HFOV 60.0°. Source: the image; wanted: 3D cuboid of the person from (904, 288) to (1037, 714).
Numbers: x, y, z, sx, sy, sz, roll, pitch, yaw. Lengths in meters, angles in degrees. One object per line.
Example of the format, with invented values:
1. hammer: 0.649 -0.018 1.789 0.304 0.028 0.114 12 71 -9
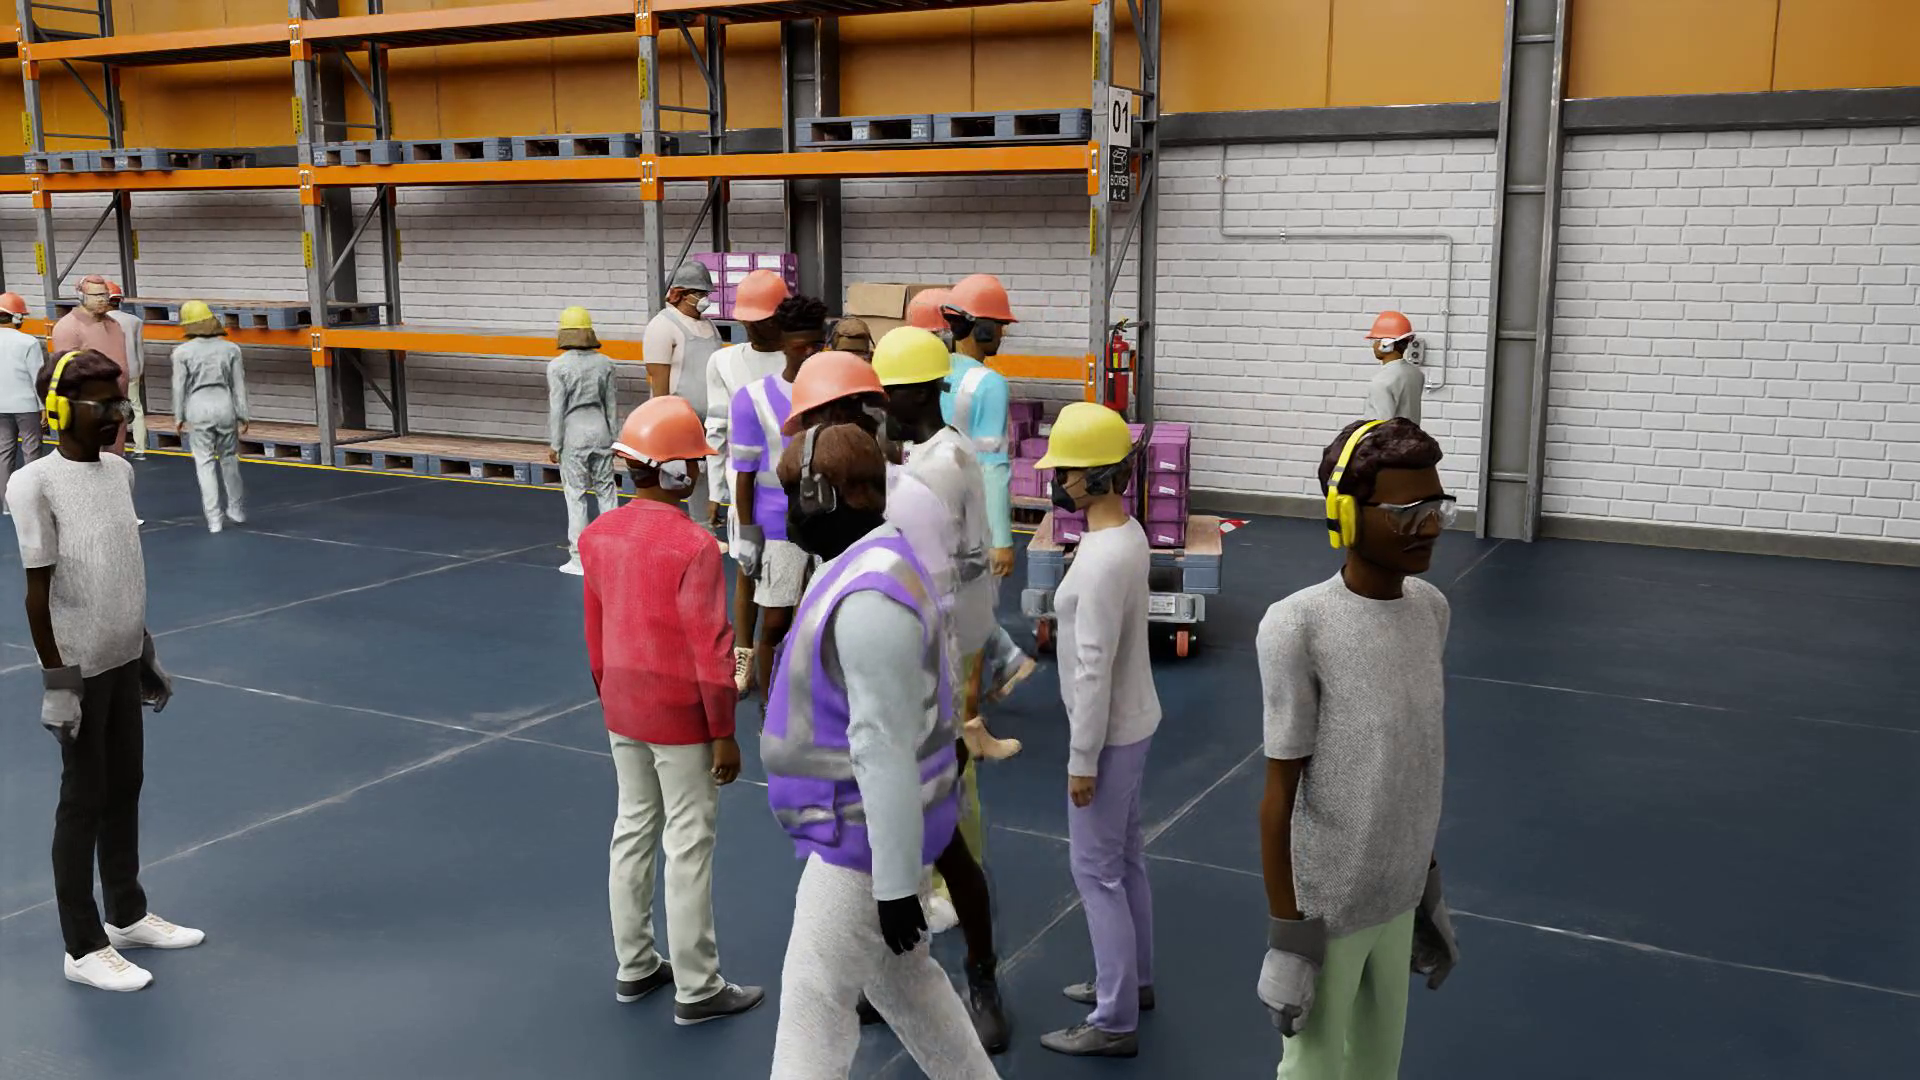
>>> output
1. person: -0.002 -0.125 7.376 0.577 1.962 0.626 0 10 -3

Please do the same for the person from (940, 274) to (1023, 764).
1. person: 0.055 -0.084 6.962 0.409 2.035 0.613 -6 12 -30

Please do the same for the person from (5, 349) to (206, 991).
1. person: -2.518 0.375 4.892 0.328 1.870 0.510 1 10 4

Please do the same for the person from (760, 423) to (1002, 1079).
1. person: -0.194 0.647 3.672 0.801 1.799 0.664 -1 10 -4

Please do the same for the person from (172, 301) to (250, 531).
1. person: -5.665 -0.939 12.537 0.527 1.701 0.671 -8 13 -37

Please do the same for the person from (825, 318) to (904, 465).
1. person: -0.487 -0.069 7.430 0.502 1.837 0.349 -2 11 -10

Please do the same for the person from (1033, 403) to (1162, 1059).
1. person: 0.365 0.510 4.466 0.342 1.759 0.534 3 11 14

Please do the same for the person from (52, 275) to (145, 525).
1. person: -6.387 -1.010 12.384 0.402 1.904 0.652 2 11 10

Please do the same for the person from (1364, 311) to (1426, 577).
1. person: 2.531 -0.474 9.855 0.331 1.753 0.561 7 13 35

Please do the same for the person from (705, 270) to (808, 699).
1. person: -0.892 -0.241 7.813 0.611 2.032 0.403 1 10 4

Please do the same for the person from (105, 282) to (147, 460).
1. person: -8.206 -1.631 16.198 0.325 1.752 0.559 5 12 28

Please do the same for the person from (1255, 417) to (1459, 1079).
1. person: 0.751 0.701 3.102 0.508 1.872 0.329 -9 14 -40

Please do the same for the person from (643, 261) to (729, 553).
1. person: -1.805 -0.881 11.304 0.535 2.000 0.680 6 12 30

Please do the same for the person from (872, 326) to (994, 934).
1. person: -0.112 0.289 5.234 0.429 1.911 0.624 -1 10 -3

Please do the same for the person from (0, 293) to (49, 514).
1. person: -7.430 -1.071 13.136 0.564 1.749 0.336 2 10 8

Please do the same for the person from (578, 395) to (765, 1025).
1. person: -0.808 0.472 4.666 0.563 1.753 0.327 9 14 40

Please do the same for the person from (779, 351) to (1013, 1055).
1. person: -0.142 0.438 4.518 0.560 1.887 0.635 -7 12 -33

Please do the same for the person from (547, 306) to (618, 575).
1. person: -2.458 -0.646 10.836 0.492 1.740 0.325 -9 14 -40

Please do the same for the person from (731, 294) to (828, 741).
1. person: -0.663 -0.059 7.046 0.604 1.954 0.378 -5 11 -25
